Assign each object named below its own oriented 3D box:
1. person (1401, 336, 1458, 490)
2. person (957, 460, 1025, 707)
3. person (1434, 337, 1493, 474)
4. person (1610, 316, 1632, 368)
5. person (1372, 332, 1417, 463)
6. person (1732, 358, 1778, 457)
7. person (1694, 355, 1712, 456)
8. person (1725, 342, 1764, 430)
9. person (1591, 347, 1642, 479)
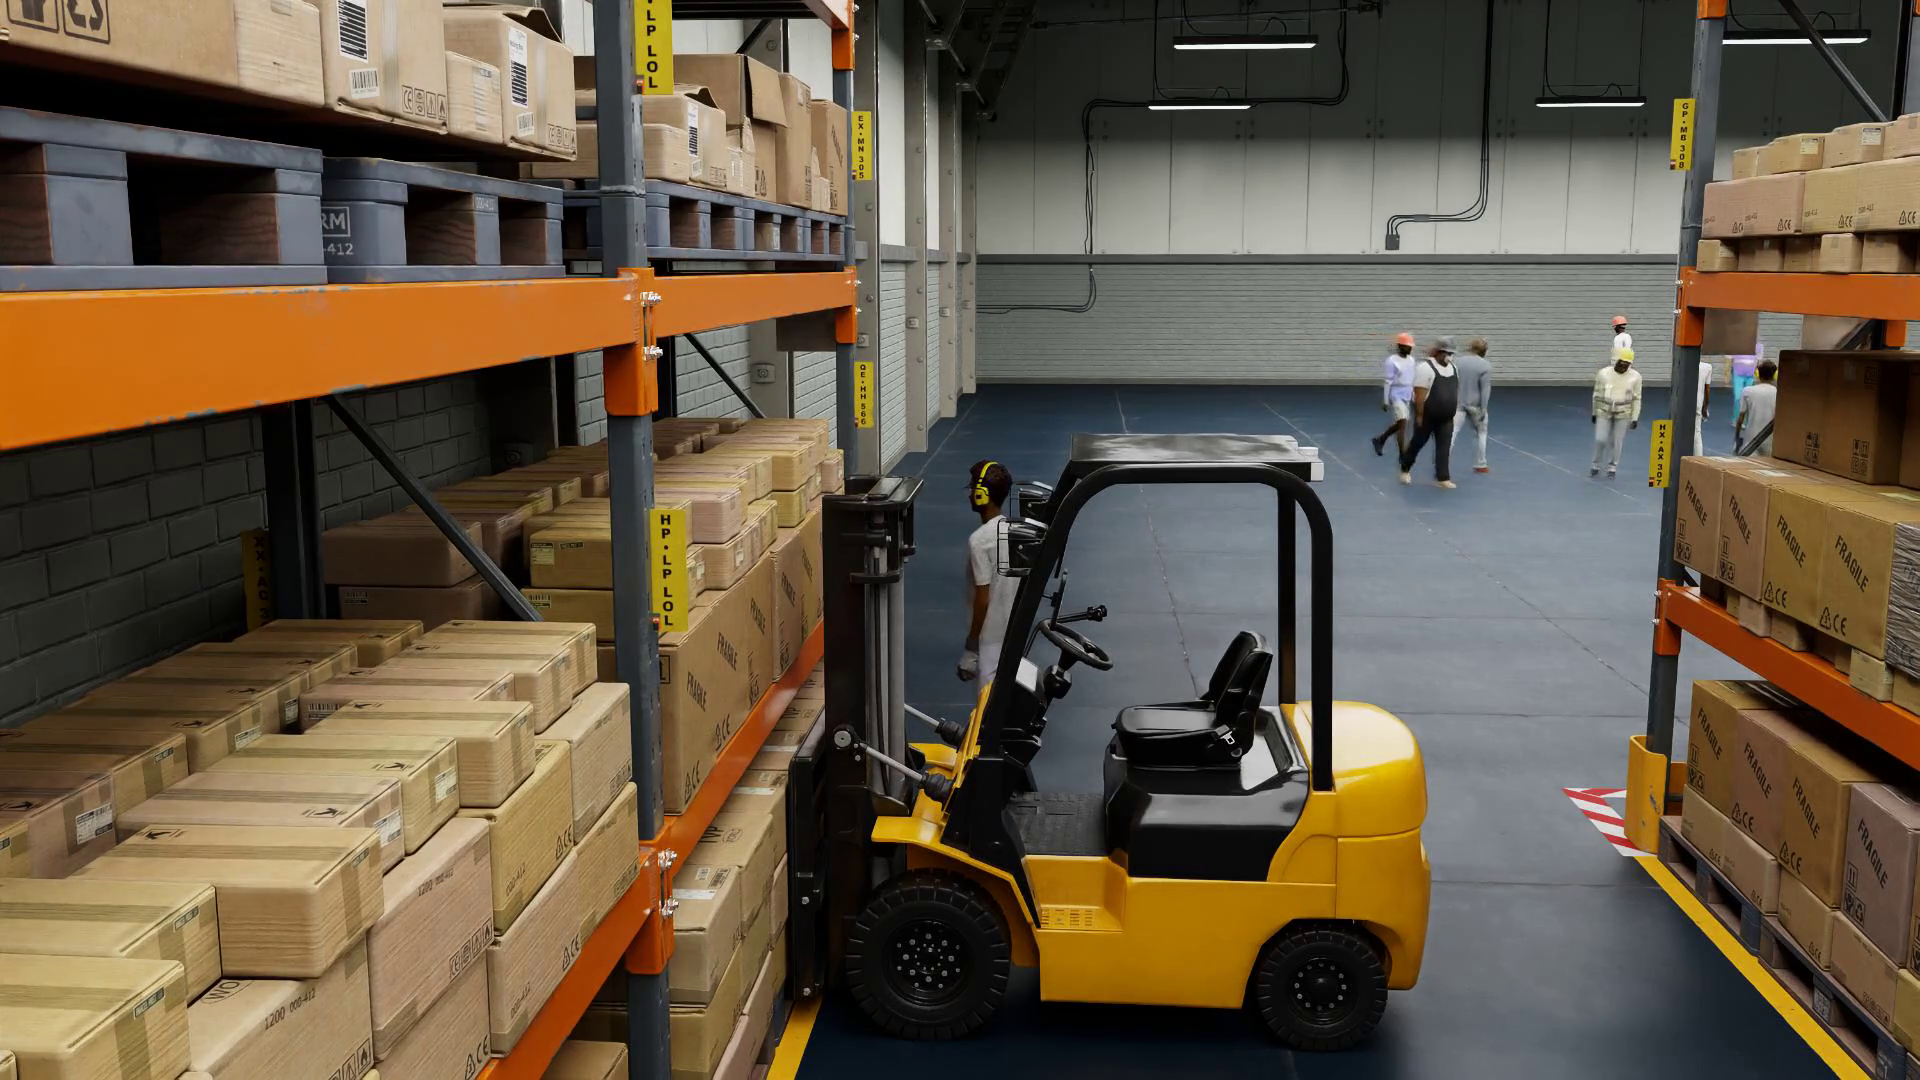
[{"bbox_3d":[6.107,-1.708,21.592,0.689,2.000,0.990,-4,10,-24],"label":"person"},{"bbox_3d":[0.154,0.517,8.625,0.329,1.873,0.514,5,11,29],"label":"person"},{"bbox_3d":[6.927,-1.827,22.806,0.882,1.892,0.653,-8,12,-39],"label":"person"},{"bbox_3d":[12.302,-3.219,31.096,0.379,1.924,0.551,8,13,42],"label":"person"},{"bbox_3d":[6.376,-2.097,24.372,0.554,1.908,0.833,-7,12,-36],"label":"person"},{"bbox_3d":[8.890,-1.093,18.493,0.532,1.844,0.754,4,10,23],"label":"person"},{"bbox_3d":[9.893,-1.779,22.549,0.531,1.867,0.317,0,9,-2],"label":"person"},{"bbox_3d":[13.681,-2.816,28.930,0.596,1.826,0.642,1,9,5],"label":"person"},{"bbox_3d":[8.752,-1.680,22.187,0.619,1.786,0.527,5,10,26],"label":"person"}]
